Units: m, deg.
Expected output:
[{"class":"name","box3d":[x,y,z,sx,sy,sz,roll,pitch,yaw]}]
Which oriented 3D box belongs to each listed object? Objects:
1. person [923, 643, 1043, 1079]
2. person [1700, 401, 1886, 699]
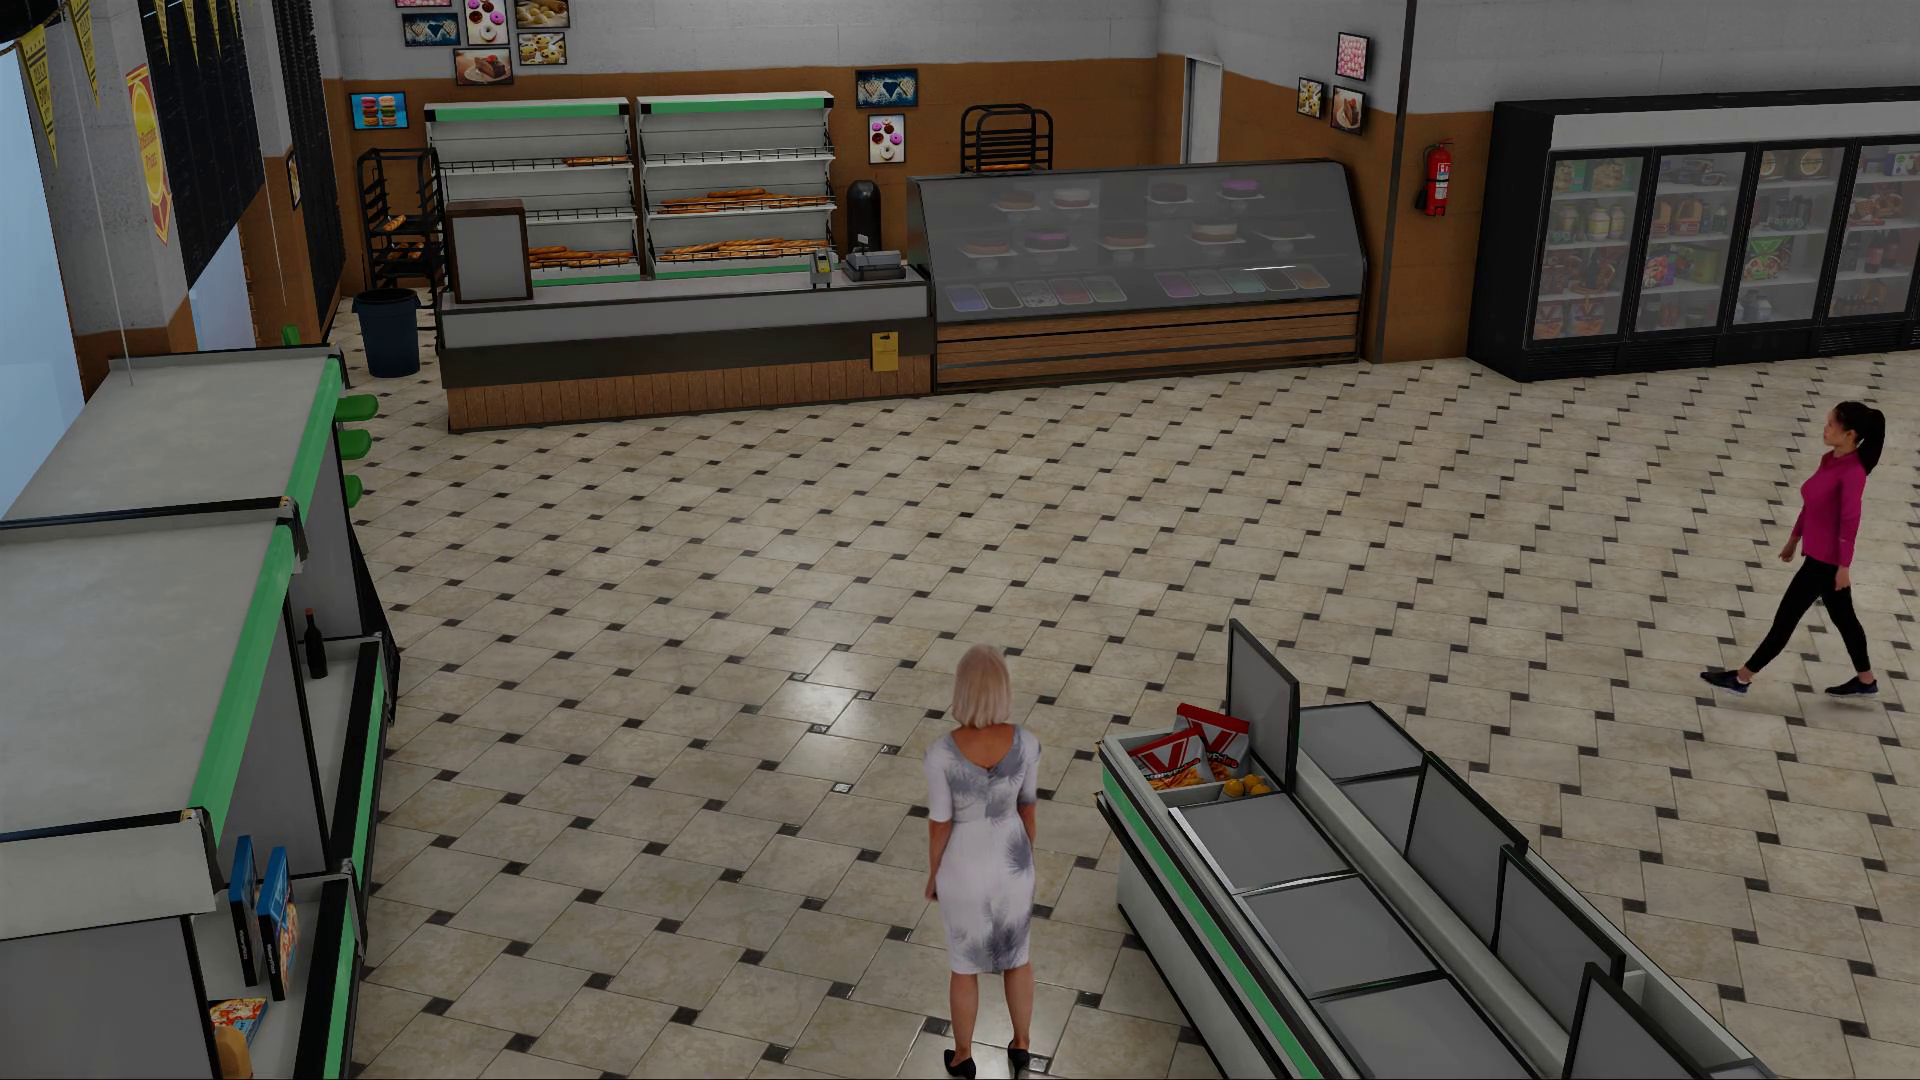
[{"class":"person","box3d":[0.093,1.174,5.896,0.567,1.751,0.513,-4,22,-11]},{"class":"person","box3d":[4.596,0.124,8.647,1.026,1.649,1.167,5,22,12]}]
